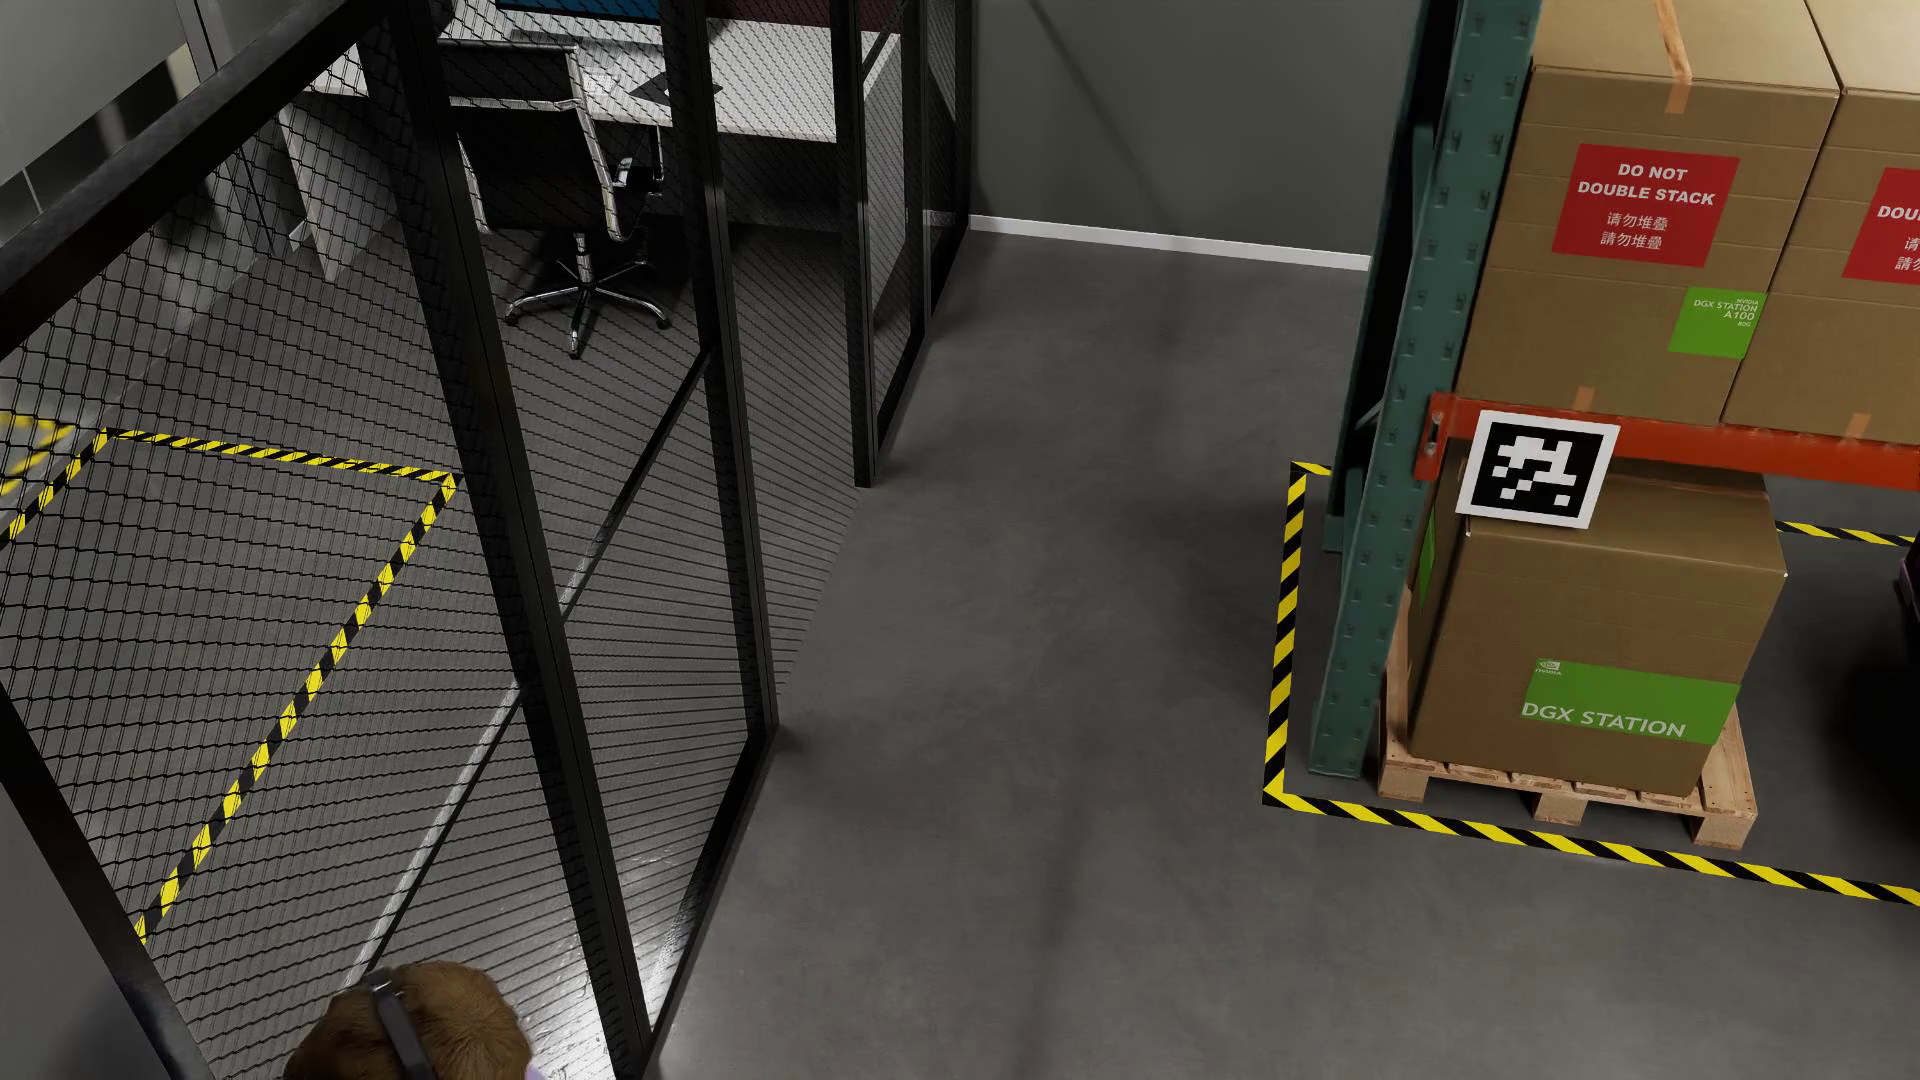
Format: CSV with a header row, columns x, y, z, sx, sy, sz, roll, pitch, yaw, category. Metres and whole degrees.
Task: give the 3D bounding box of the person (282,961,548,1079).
x,y,z,sx,sy,sz,roll,pitch,yaw,category
-0.525,1.152,2.173,0.631,1.938,0.372,19,44,20,person
